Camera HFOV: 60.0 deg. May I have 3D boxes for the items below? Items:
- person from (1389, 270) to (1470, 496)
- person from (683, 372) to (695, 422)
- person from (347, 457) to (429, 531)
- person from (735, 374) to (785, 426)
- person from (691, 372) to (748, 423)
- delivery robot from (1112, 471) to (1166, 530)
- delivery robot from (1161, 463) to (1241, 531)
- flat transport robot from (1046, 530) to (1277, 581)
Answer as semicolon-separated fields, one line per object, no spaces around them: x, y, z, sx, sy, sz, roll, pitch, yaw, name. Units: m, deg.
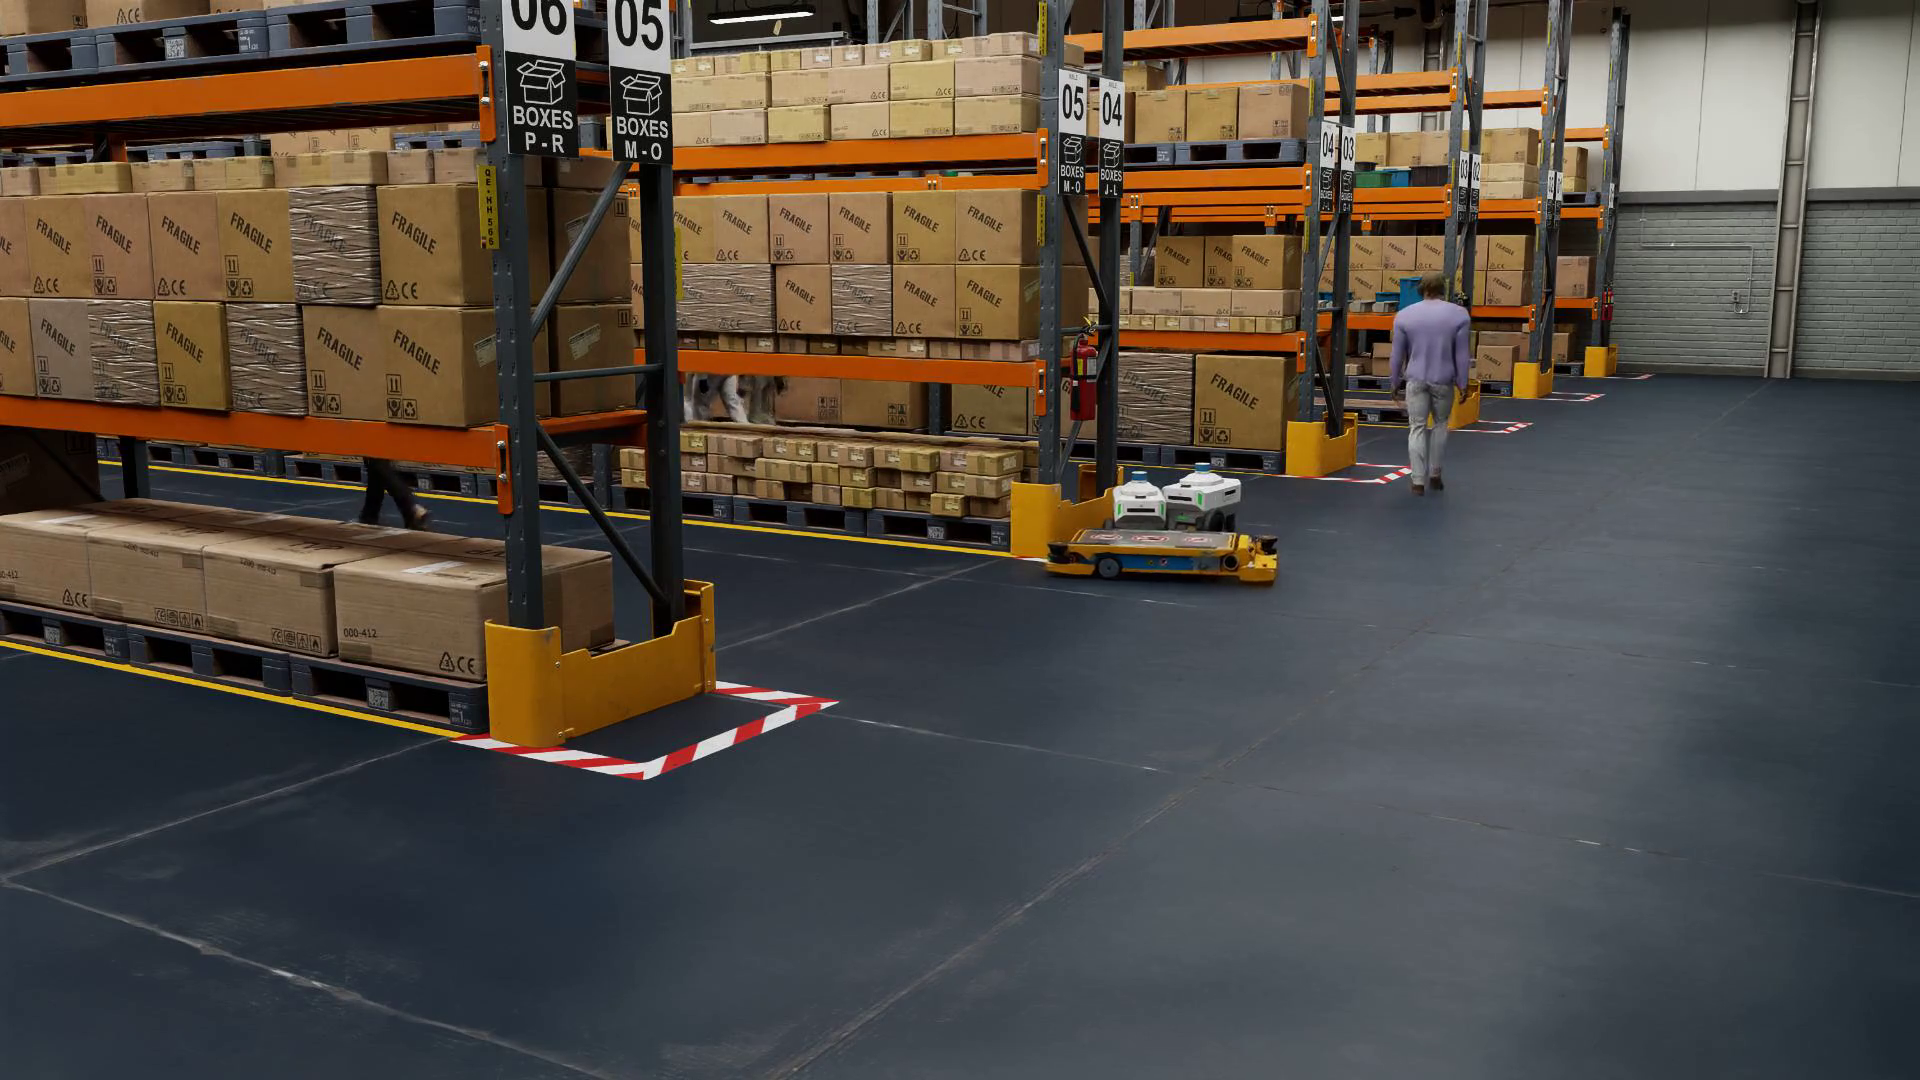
4.029;-1.356;14.322;0.658;1.905;0.861;2;10;13;person
-2.857;-1.864;17.518;0.444;1.824;0.647;9;13;41;person
-4.173;-0.987;12.005;0.920;1.963;0.623;6;11;31;person
-1.848;-1.511;15.396;0.425;1.857;0.524;5;11;29;person
-2.389;-1.664;16.464;0.966;1.799;0.646;8;12;38;person
1.221;-0.226;11.377;0.477;0.478;0.707;1;10;3;delivery robot
1.723;-0.309;11.860;0.477;0.478;0.707;6;12;33;delivery robot
1.303;0.084;10.667;1.431;0.197;0.652;2;10;11;flat transport robot
